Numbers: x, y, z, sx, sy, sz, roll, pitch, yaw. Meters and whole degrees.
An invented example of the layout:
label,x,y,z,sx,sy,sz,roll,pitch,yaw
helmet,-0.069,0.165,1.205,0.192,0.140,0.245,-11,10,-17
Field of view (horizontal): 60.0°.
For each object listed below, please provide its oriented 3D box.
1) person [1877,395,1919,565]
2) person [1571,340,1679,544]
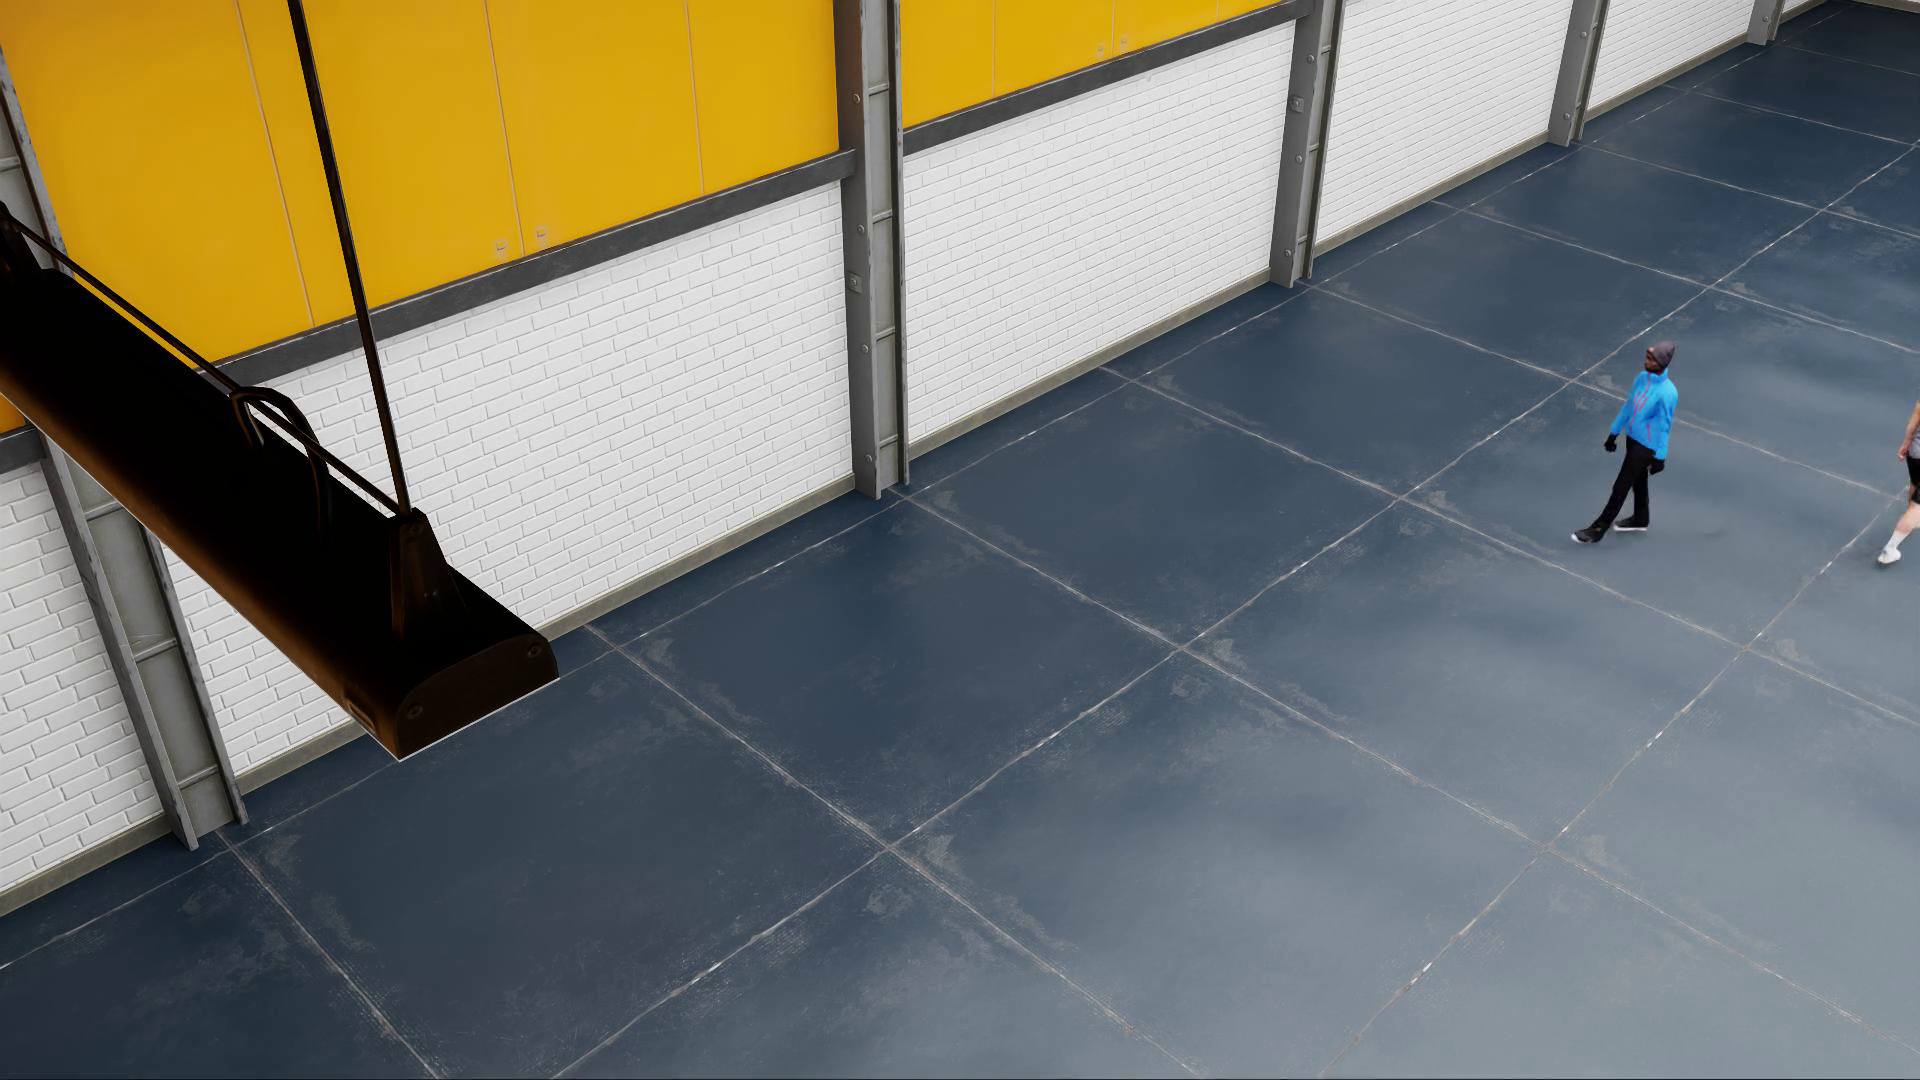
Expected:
label,x,y,z,sx,sy,sz,roll,pitch,yaw
person,7.579,-0.631,13.021,1.246,1.824,0.778,-22,40,-30
person,5.543,-0.776,13.291,1.124,1.767,0.980,-6,34,-9
